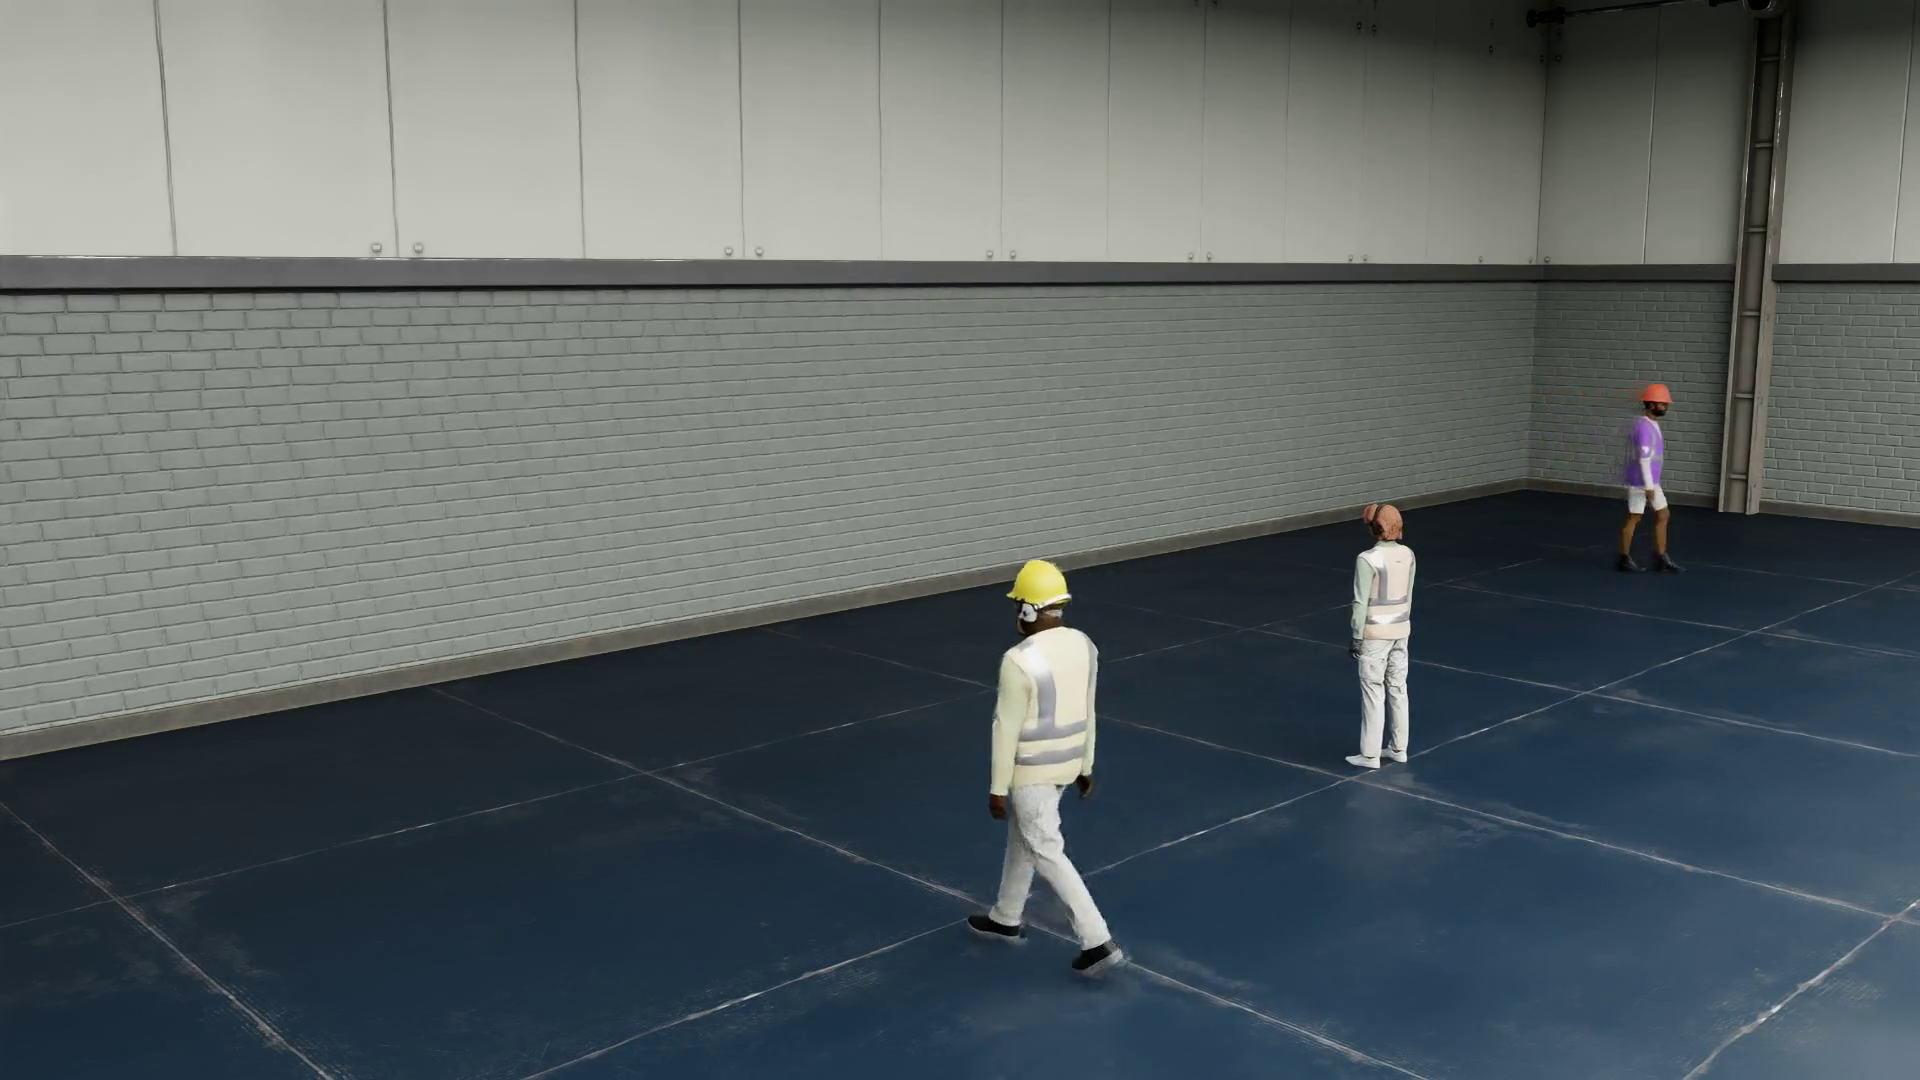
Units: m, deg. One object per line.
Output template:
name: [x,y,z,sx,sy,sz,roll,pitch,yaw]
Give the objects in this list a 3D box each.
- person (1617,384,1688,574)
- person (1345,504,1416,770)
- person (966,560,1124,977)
person: [6.983,-0.587,16.592,0.780,1.913,0.570,6,11,35]
person: [2.588,0.589,10.190,0.509,1.629,0.316,-7,12,-38]
person: [0.383,0.980,7.253,0.889,1.796,0.598,7,12,38]
